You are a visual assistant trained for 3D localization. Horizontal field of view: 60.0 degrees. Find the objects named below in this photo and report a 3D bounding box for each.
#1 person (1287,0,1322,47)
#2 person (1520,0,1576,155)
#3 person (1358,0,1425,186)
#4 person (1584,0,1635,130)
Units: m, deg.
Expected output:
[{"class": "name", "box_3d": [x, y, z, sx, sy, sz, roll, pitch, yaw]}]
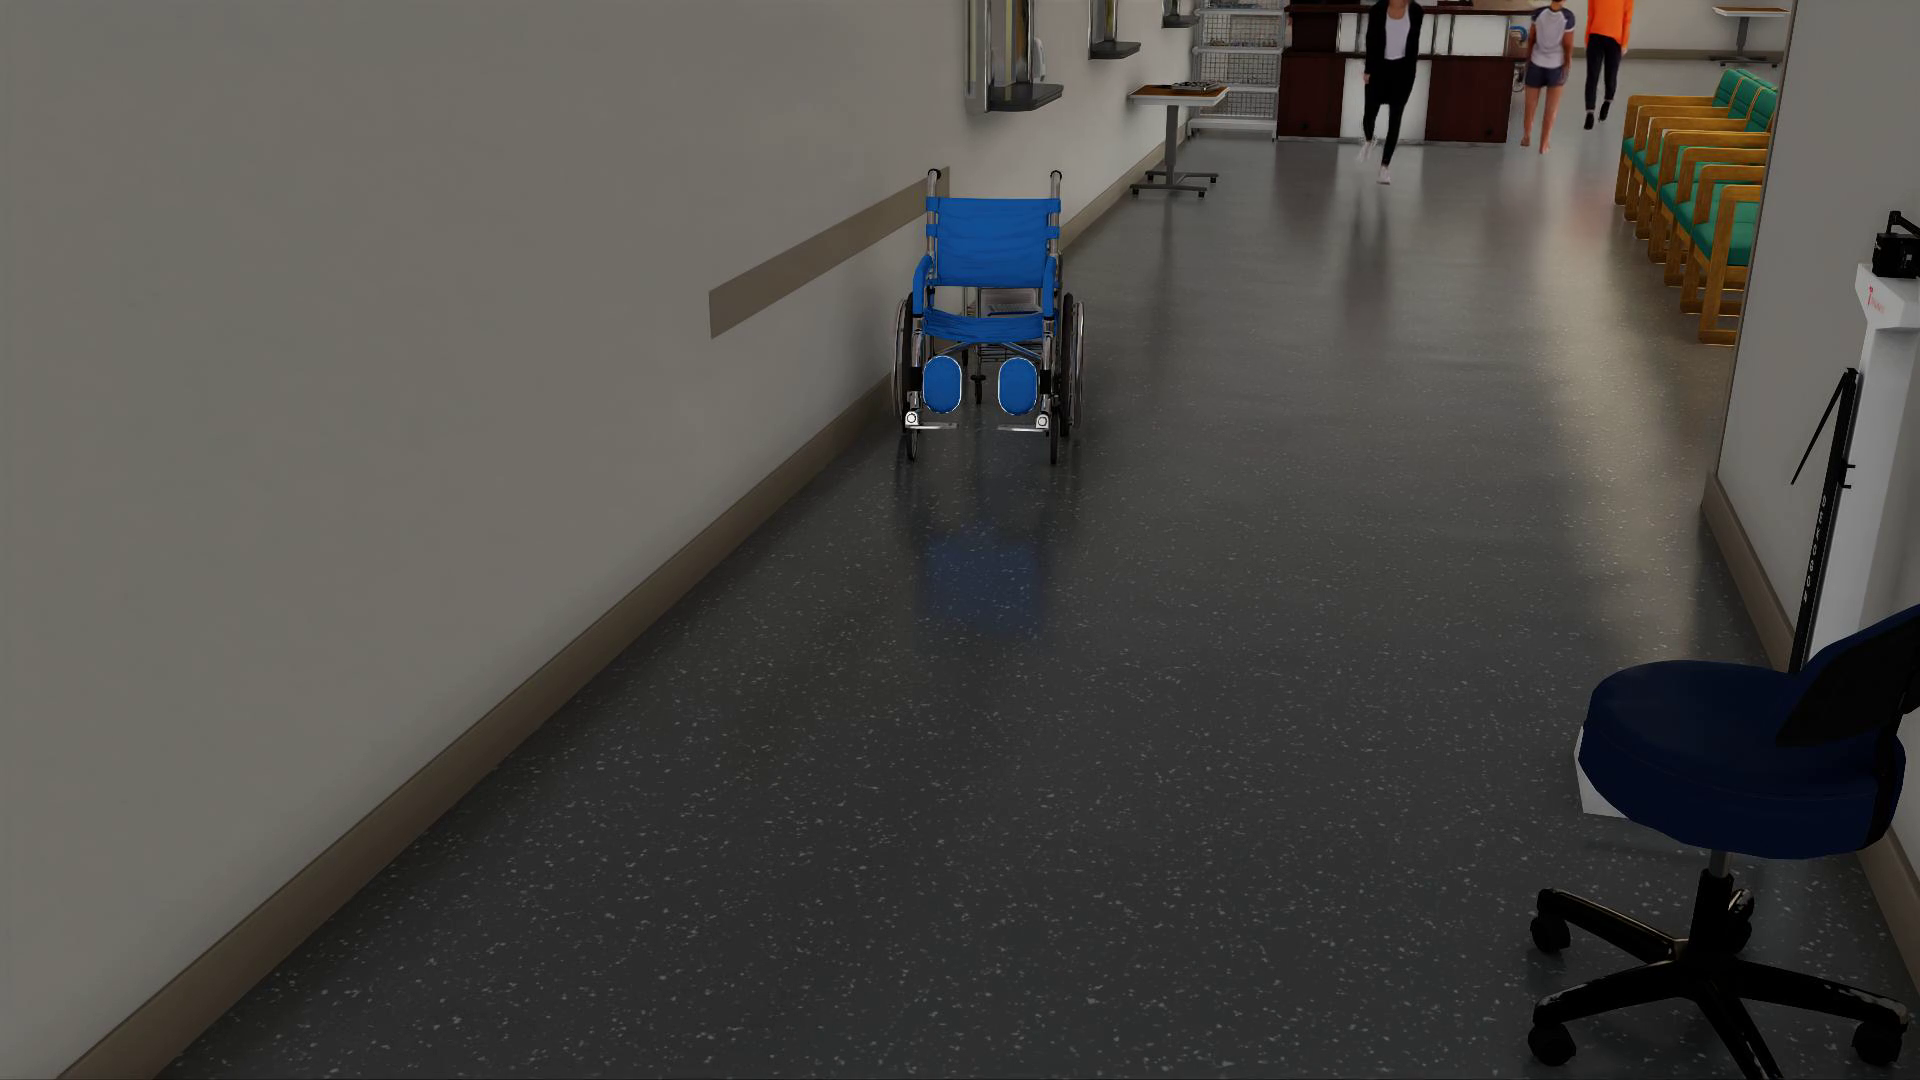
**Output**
[{"class": "person", "box_3d": [4.589, -6.972, 22.072, 0.798, 1.864, 0.691, -19, 28, -41]}, {"class": "person", "box_3d": [5.607, -4.513, 15.937, 0.636, 1.610, 0.711, 11, 24, 27]}, {"class": "person", "box_3d": [3.677, -3.956, 14.229, 0.936, 1.778, 0.718, 4, 21, 10]}, {"class": "person", "box_3d": [6.948, -5.299, 17.856, 1.065, 1.721, 0.824, 10, 23, 25]}]
